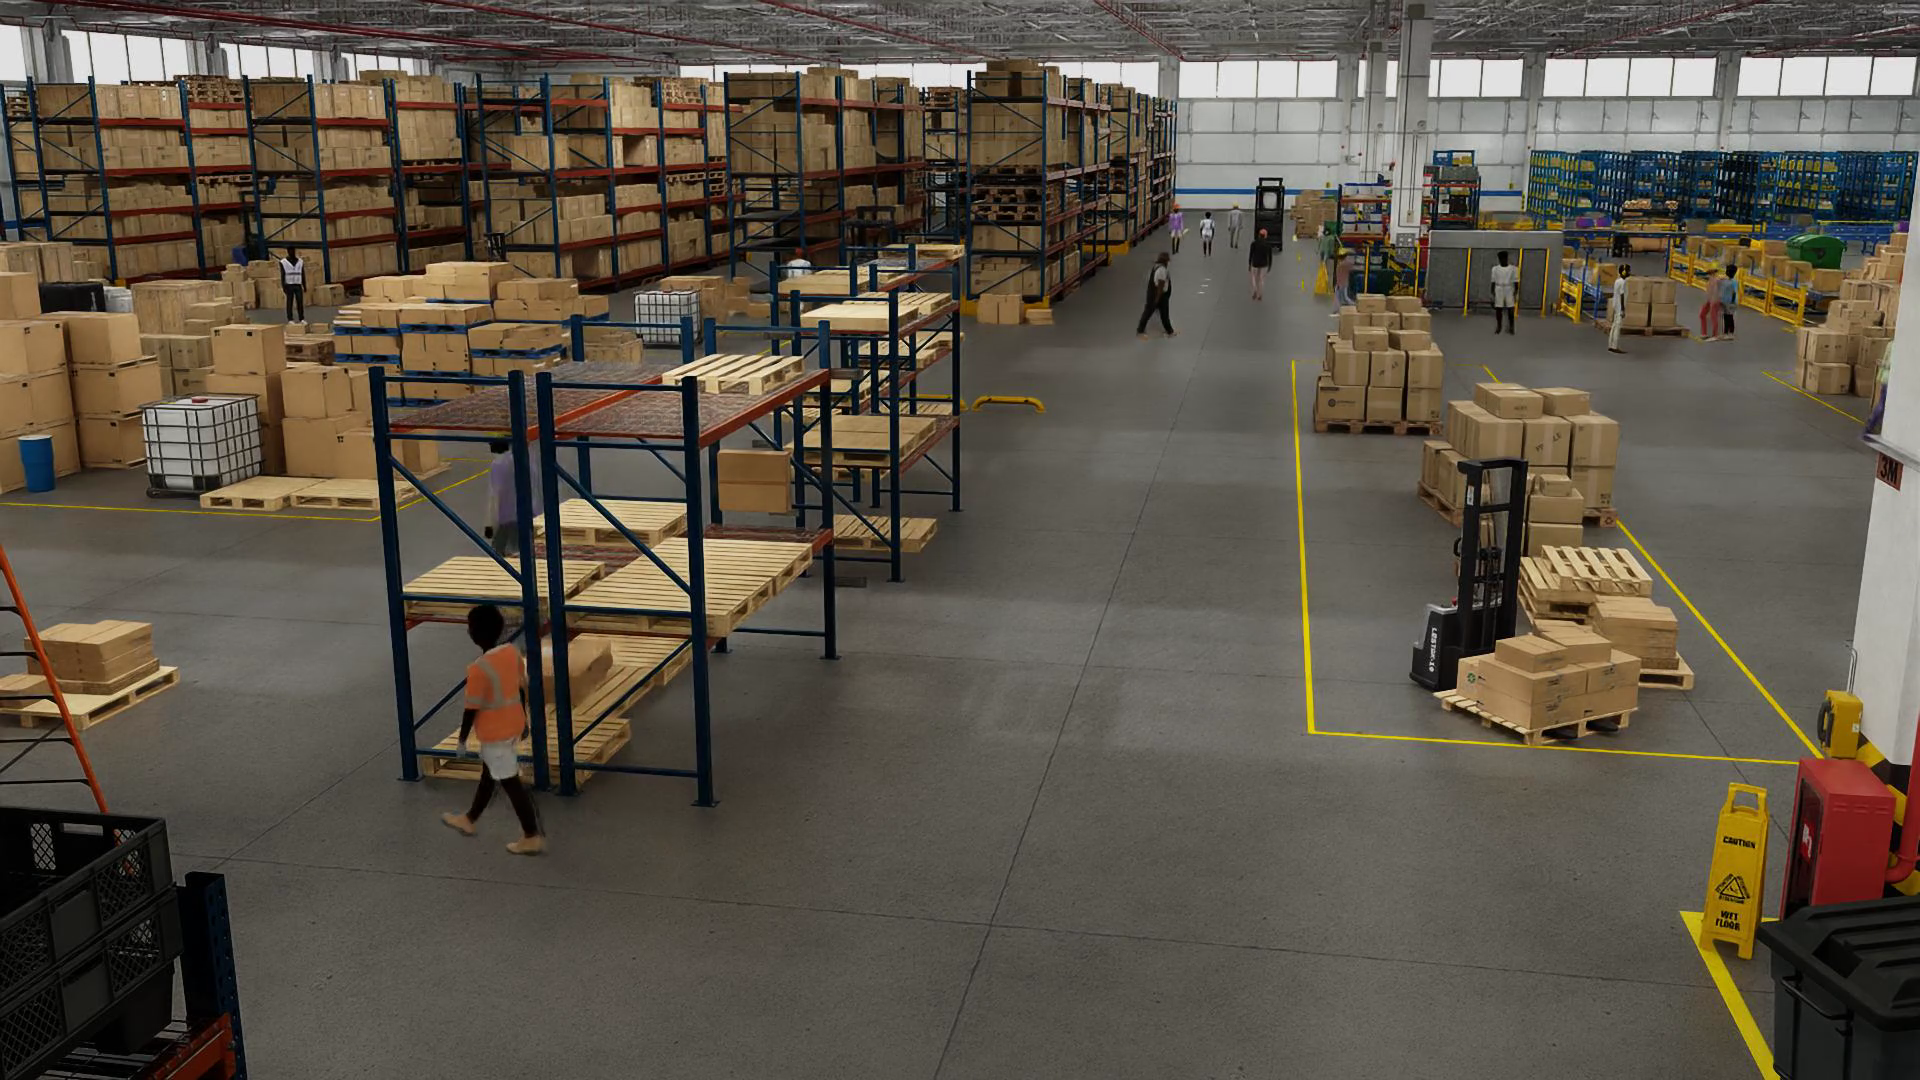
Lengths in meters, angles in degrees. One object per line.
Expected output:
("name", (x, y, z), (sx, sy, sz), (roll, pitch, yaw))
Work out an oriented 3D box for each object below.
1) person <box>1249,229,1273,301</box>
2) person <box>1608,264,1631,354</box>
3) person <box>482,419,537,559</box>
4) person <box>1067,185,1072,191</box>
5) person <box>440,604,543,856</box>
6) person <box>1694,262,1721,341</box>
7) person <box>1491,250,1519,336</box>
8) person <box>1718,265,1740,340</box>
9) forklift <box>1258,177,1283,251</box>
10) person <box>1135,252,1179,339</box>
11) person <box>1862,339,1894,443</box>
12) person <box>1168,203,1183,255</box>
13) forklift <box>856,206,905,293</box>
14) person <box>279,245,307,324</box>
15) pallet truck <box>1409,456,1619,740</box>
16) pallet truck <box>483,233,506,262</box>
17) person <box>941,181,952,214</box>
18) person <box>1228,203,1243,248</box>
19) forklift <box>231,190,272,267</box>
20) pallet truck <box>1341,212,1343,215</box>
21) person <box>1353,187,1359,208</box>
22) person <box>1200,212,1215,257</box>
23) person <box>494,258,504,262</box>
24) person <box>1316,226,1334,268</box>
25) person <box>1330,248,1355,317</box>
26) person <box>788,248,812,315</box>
("person", (8.338, -7.635, 46.082), (0.644, 1.961, 0.816), (3, 14, 13))
("person", (13.931, -4.873, 35.069), (0.322, 1.871, 0.531), (1, 14, 5))
("person", (-4.454, -0.272, 16.378), (0.984, 1.877, 0.604), (1, 14, 3))
("person", (5.723, -17.837, 87.844), (0.655, 1.794, 0.958), (1, 14, 4))
("person", (-3.082, 1.225, 10.726), (0.836, 1.652, 0.557), (3, 14, 12))
("person", (16.680, -5.290, 37.003), (0.602, 1.745, 0.538), (0, 14, 0))
("person", (12.456, -5.647, 38.054), (0.628, 1.942, 0.416), (9, 16, 32))
("person", (17.240, -5.321, 37.266), (0.320, 1.693, 0.537), (1, 14, 3))
("forklift", (12.083, -12.747, 64.956), (1.129, 2.768, 1.873), (3, 14, 10))
("person", (4.431, -5.551, 37.468), (1.103, 2.000, 0.689), (-7, 15, -25))
("person", (13.755, -2.284, 24.506), (0.412, 1.916, 0.608), (2, 14, 7))
("person", (8.181, -11.802, 63.078), (0.561, 1.925, 0.509), (2, 14, 7))
("forklift", (-2.027, -6.728, 40.519), (1.129, 2.768, 1.873), (3, 14, 10))
("person", (-16.126, -6.166, 40.249), (0.605, 1.910, 0.389), (-13, 19, -42))
("pallet truck", (4.504, 0.400, 13.395), (0.823, 1.965, 1.885), (-6, 15, -23))
("pallet truck", (-11.832, -7.026, 43.548), (1.885, 1.965, 0.823), (8, 16, 28))
("person", (-0.718, -19.121, 92.945), (0.612, 1.860, 1.013), (-11, 18, -38))
("person", (10.990, -12.551, 66.400), (0.592, 1.800, 0.875), (2, 14, 9))
("forklift", (-21.542, -9.327, 51.073), (1.873, 2.768, 1.129), (13, 19, 41))
("pallet truck", (15.874, -13.227, 70.310), (0.680, 1.201, 1.601), (10, 17, 35))
("person", (19.427, -16.346, 81.524), (0.727, 1.931, 0.619), (13, 19, 42))
("person", (9.174, -11.333, 61.736), (0.545, 1.649, 0.859), (1, 14, 6))
("person", (-11.013, -5.981, 40.130), (0.827, 1.598, 0.517), (-2, 14, -7))
("person", (11.766, -9.292, 53.542), (0.507, 1.606, 0.695), (7, 16, 27))
("person", (9.641, -6.450, 41.725), (0.529, 1.741, 0.635), (-13, 19, -42))
("person", (-3.888, -6.151, 40.320), (0.588, 1.854, 0.905), (3, 14, 10))
